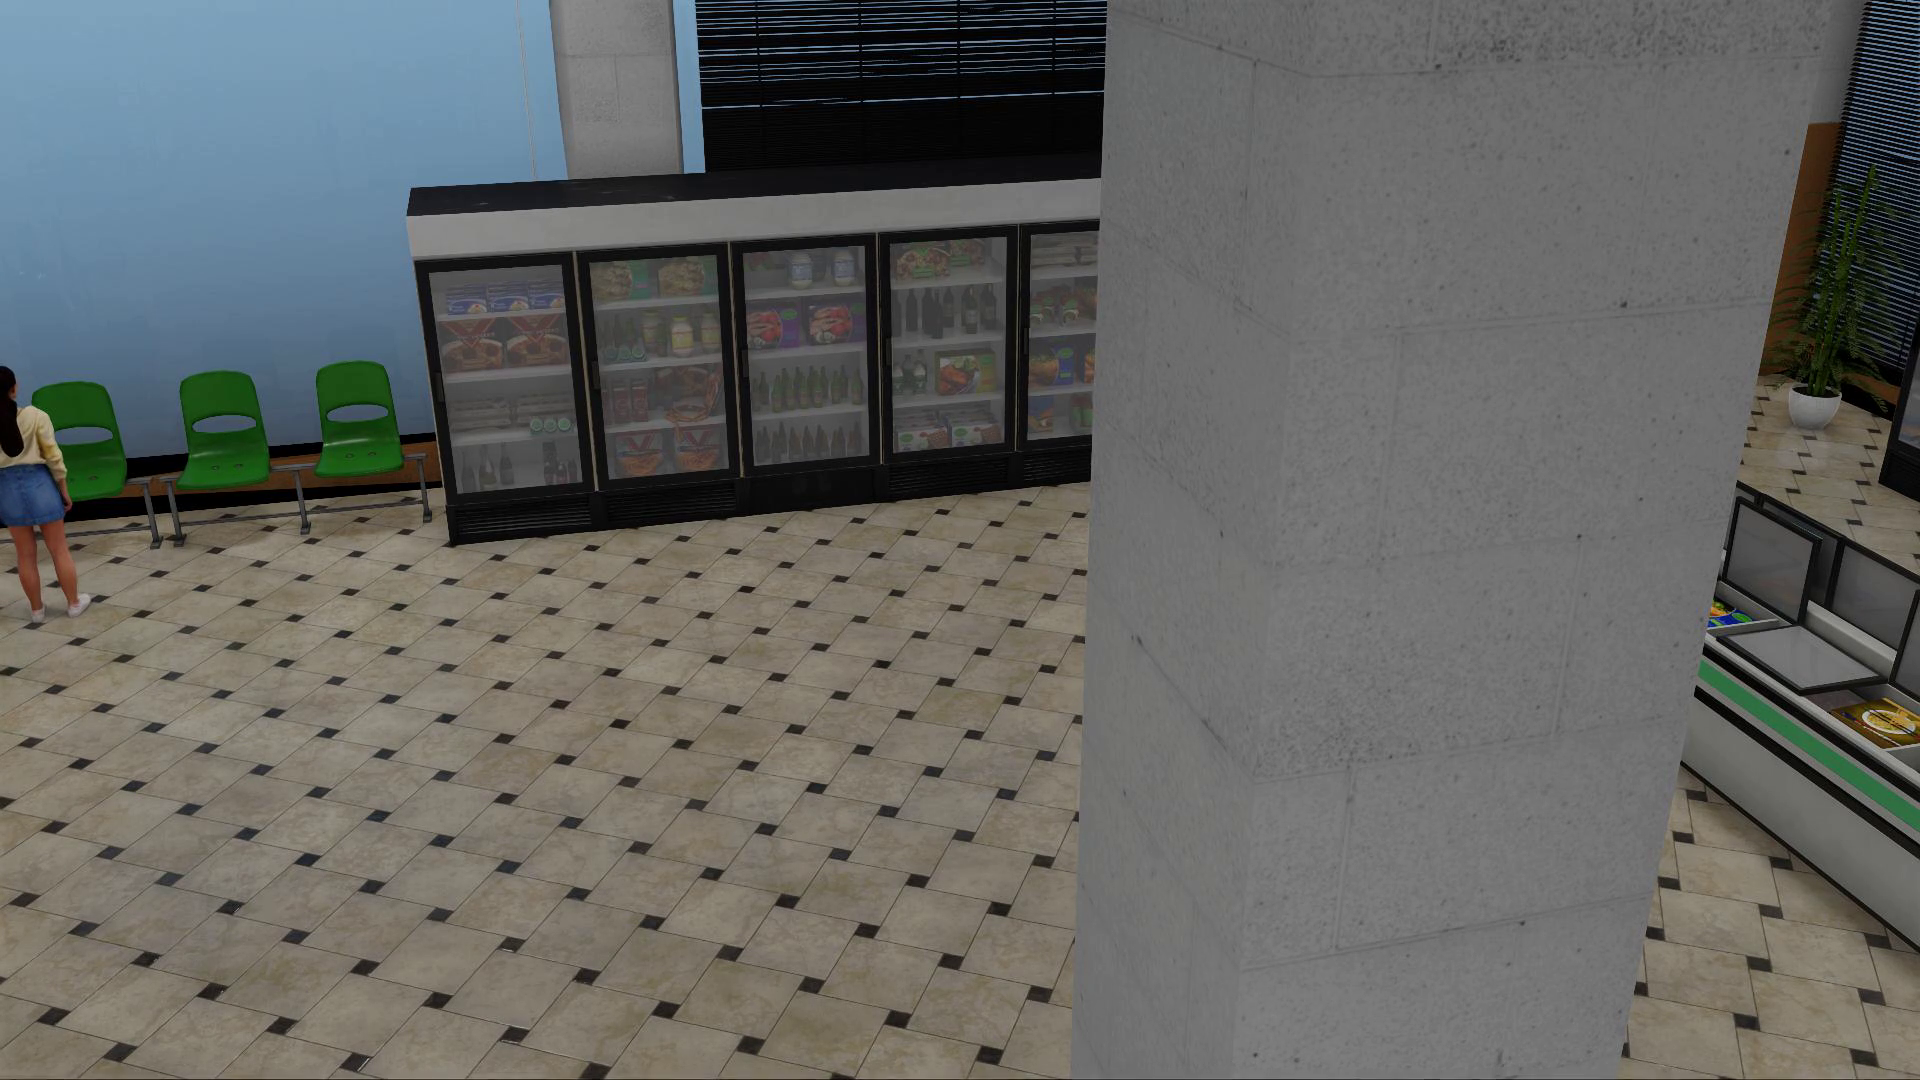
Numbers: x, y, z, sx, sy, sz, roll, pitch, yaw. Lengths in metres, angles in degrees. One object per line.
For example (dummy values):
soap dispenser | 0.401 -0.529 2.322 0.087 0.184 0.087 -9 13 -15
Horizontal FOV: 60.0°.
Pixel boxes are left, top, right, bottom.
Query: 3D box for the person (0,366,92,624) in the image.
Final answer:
person | -5.729 -0.279 10.207 0.653 1.630 0.546 -8 25 -17
